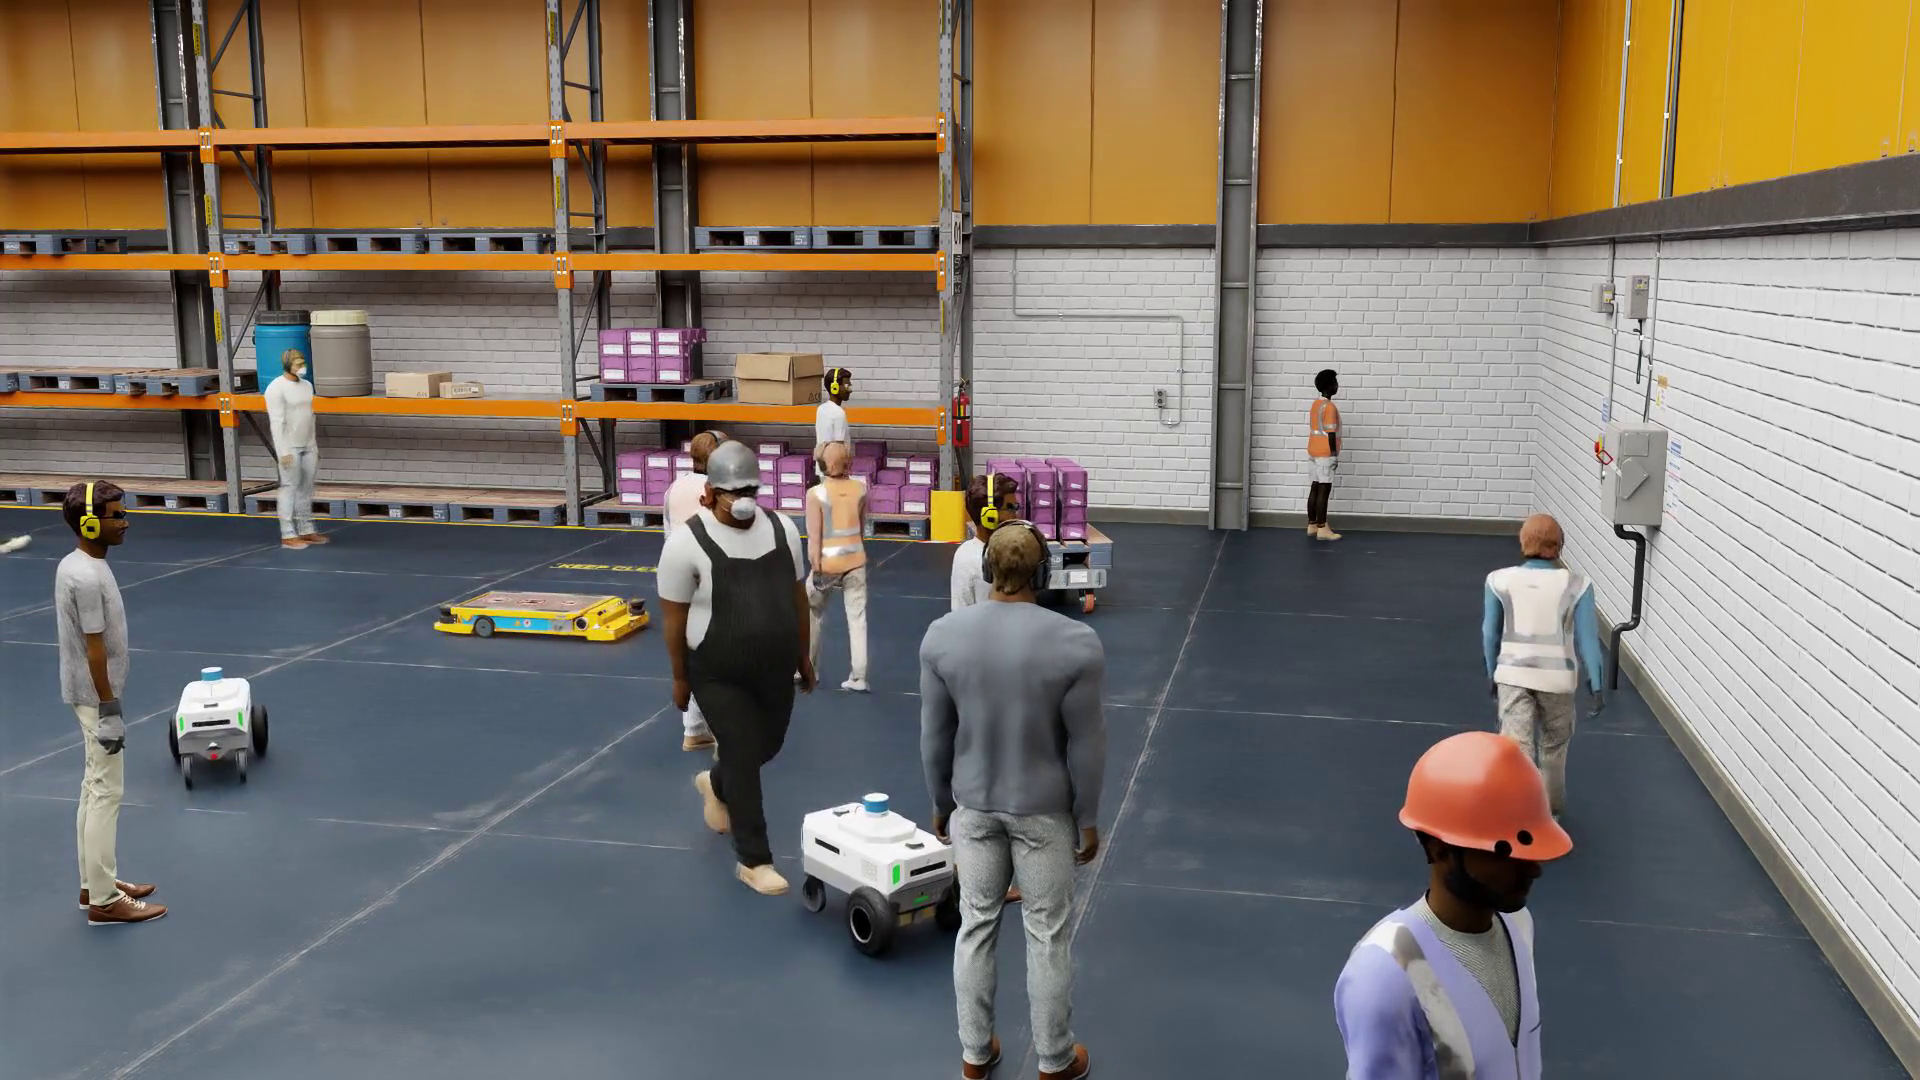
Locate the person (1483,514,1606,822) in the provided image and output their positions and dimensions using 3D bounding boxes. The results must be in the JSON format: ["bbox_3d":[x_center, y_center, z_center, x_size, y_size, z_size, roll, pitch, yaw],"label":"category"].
[{"bbox_3d":[2.739,0.676,7.826,0.571,1.588,0.833,4,11,24],"label":"person"}]

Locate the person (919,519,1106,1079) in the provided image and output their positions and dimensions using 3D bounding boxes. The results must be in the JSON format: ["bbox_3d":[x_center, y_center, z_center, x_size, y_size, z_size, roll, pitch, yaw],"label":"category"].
[{"bbox_3d":[0.176,0.891,5.532,0.629,1.940,0.377,3,10,19],"label":"person"}]

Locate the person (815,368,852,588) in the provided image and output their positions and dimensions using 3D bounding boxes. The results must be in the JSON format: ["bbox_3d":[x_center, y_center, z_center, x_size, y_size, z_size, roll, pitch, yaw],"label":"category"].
[{"bbox_3d":[-1.058,-0.527,14.150,0.333,1.866,0.515,-5,11,-27],"label":"person"}]

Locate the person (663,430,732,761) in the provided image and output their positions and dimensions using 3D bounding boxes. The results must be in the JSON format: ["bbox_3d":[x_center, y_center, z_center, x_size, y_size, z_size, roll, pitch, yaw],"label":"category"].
[{"bbox_3d":[-1.372,0.305,9.292,0.429,1.840,0.637,-9,13,-43],"label":"person"}]

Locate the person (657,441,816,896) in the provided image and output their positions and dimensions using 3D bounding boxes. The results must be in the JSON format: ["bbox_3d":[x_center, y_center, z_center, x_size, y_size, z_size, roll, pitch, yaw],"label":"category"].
[{"bbox_3d":[-1.034,0.501,7.539,0.685,2.000,0.911,-8,12,-39],"label":"person"}]

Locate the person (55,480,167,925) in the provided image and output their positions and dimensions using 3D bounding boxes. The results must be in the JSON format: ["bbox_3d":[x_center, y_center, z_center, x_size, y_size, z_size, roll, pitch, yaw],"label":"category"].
[{"bbox_3d":[-3.608,0.677,7.004,0.310,1.868,0.533,-6,11,-32],"label":"person"}]

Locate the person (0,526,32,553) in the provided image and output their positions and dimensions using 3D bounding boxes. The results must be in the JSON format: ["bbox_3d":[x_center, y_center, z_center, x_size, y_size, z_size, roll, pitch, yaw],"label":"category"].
[{"bbox_3d":[-9.352,-0.736,15.607,0.985,1.791,0.506,-3,10,-17],"label":"person"}]

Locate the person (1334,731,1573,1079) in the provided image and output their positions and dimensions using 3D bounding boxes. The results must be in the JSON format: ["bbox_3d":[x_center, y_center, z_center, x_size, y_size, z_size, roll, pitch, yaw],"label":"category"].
[{"bbox_3d":[0.927,1.297,3.130,0.364,1.937,0.546,9,13,42],"label":"person"}]

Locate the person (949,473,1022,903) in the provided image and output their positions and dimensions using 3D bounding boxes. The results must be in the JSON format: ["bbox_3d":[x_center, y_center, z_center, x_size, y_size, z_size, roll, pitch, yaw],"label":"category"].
[{"bbox_3d":[0.114,0.635,7.258,0.327,1.868,0.514,-2,10,-10],"label":"person"}]

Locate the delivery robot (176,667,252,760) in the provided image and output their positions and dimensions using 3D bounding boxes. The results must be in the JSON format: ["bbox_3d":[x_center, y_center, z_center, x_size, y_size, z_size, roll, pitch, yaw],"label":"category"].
[{"bbox_3d":[-4.061,0.938,9.063,0.477,0.478,0.707,-4,10,-21],"label":"delivery robot"}]

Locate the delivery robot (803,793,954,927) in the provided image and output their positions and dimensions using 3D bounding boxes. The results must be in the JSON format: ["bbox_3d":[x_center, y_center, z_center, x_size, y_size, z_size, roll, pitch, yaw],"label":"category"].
[{"bbox_3d":[-0.347,1.299,6.926,0.477,0.478,0.707,-8,12,-38],"label":"delivery robot"}]

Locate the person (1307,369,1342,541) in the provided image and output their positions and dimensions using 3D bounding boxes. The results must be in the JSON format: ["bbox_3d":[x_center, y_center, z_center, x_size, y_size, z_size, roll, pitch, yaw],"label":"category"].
[{"bbox_3d":[3.630,-0.849,16.540,0.318,1.700,0.535,-1,10,-7],"label":"person"}]

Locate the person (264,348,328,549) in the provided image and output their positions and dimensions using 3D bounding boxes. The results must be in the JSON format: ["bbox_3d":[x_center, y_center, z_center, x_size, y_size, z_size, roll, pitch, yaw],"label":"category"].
[{"bbox_3d":[-6.416,-0.886,16.054,0.356,1.937,0.639,3,10,14],"label":"person"}]

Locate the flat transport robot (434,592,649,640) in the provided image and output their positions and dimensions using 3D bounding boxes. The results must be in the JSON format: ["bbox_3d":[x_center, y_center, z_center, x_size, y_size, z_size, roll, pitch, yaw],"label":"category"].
[{"bbox_3d":[-3.123,0.555,12.450,1.431,0.197,0.652,2,10,12],"label":"flat transport robot"}]

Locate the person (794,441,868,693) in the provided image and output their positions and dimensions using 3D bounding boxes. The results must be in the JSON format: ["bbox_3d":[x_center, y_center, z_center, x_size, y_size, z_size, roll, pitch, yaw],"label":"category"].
[{"bbox_3d":[-0.844,0.166,10.791,0.513,1.610,0.746,-7,12,-37],"label":"person"}]
